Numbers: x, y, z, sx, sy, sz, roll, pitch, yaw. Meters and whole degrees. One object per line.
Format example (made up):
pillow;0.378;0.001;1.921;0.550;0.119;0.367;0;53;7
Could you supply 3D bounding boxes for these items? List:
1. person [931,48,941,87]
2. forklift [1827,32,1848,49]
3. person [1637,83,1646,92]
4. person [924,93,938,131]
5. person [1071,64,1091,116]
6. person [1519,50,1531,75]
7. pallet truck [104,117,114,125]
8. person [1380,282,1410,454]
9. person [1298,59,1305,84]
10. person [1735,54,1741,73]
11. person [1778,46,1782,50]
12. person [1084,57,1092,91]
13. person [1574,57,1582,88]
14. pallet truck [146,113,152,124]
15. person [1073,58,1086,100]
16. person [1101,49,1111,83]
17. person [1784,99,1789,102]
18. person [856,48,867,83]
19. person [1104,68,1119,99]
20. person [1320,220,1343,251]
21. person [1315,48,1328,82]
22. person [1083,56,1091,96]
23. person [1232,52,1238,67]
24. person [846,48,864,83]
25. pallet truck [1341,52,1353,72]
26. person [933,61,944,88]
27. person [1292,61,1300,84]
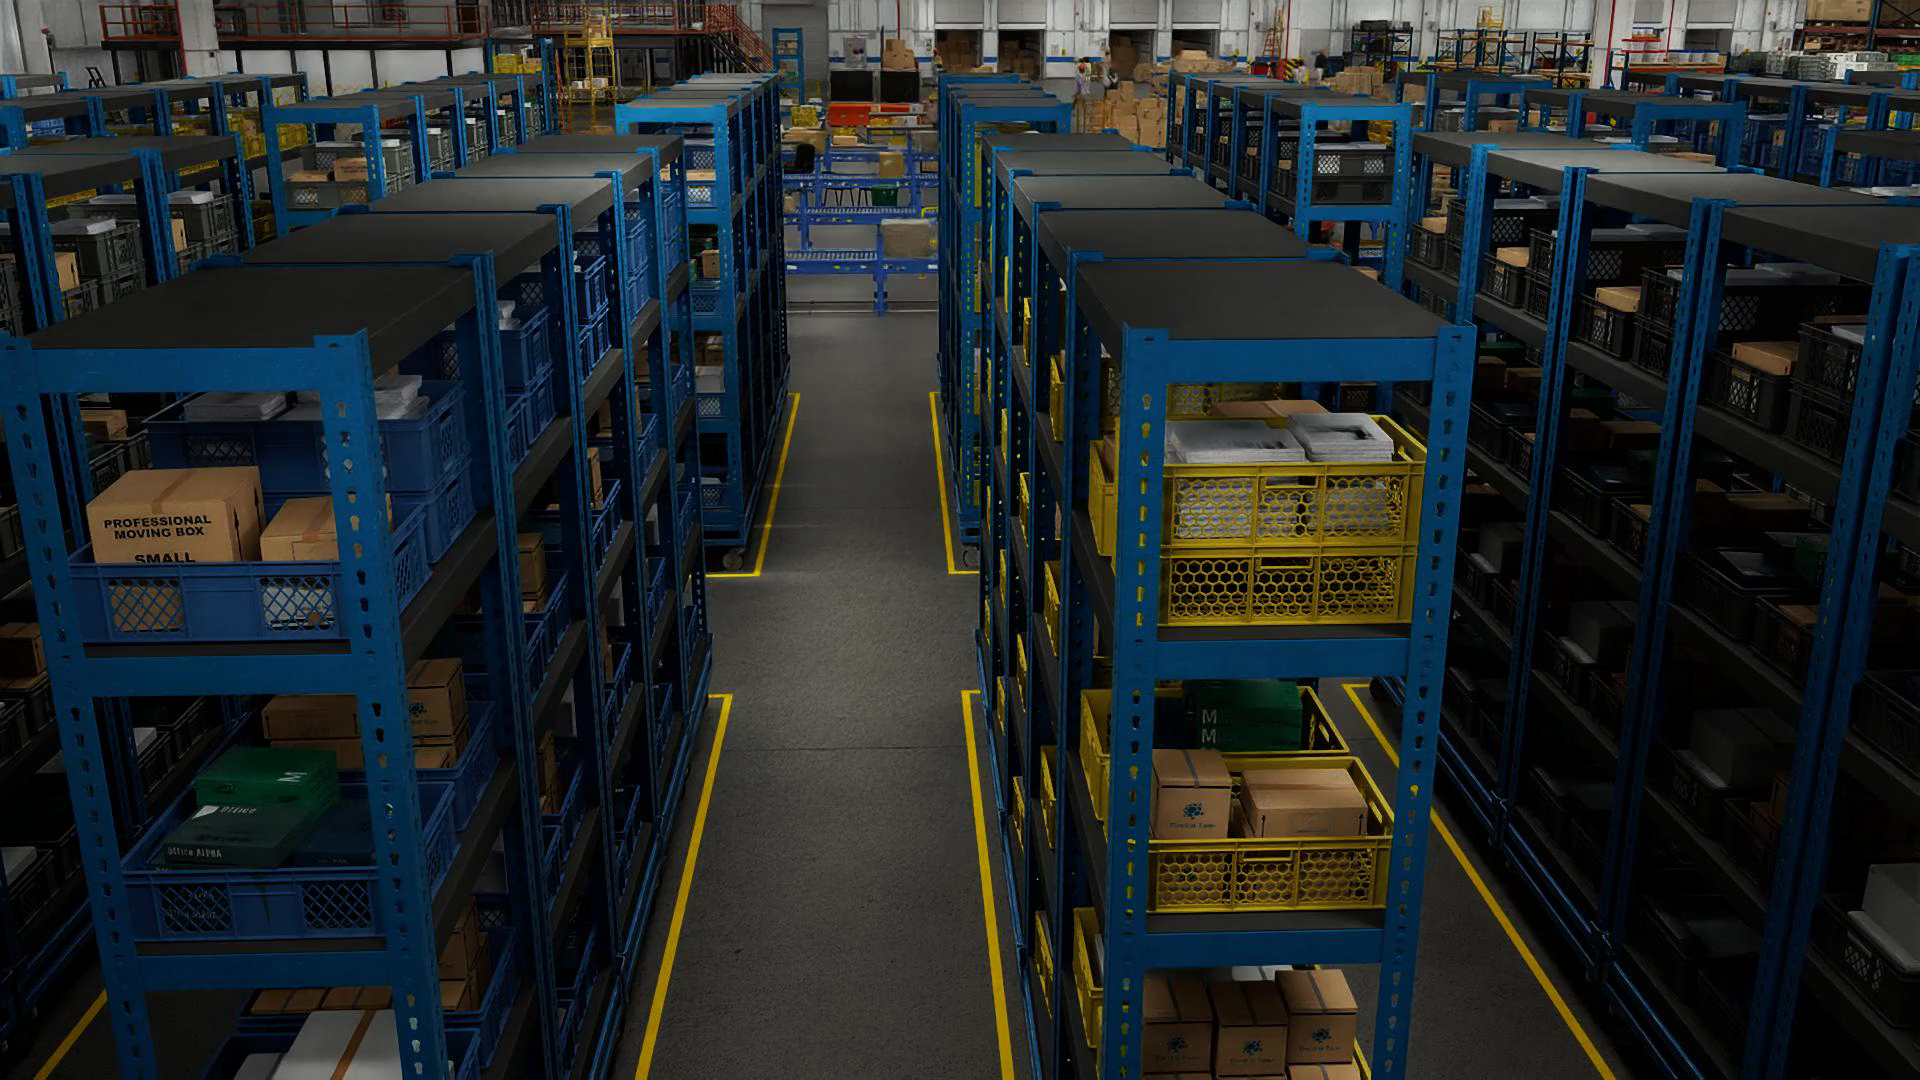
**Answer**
person;-1.288;-24.988;88.022;0.611;1.985;0.393;11;21;31
forklift;46.023;-25.321;87.619;1.129;2.768;1.873;-1;18;-2
person;32.880;-22.327;80.011;0.506;1.846;0.349;14;23;38
person;-0.830;-12.436;49.609;0.931;1.717;0.538;-10;20;-27
person;4.812;-17.678;65.392;1.050;1.984;0.639;-2;18;-6
person;30.204;-25.235;88.993;0.592;1.863;0.754;9;20;25
pallet truck;-18.367;-7.885;35.078;1.885;1.965;0.823;1;18;2
person;4.053;-1.524;15.650;0.562;1.828;0.635;1;18;2
person;15.598;-21.118;76.297;0.608;1.830;0.640;-6;19;-18
person;38.179;-22.890;81.643;0.763;1.923;0.641;-7;19;-20
person;46.711;-27.212;94.981;0.354;1.939;0.545;-10;21;-29
person;6.389;-23.589;84.178;0.709;1.668;0.557;-9;20;-26
person;30.860;-23.142;82.774;0.609;1.703;0.504;-16;24;-41
pallet truck;-18.087;-8.309;36.390;1.885;1.965;0.823;-1;18;-4
person;5.510;-21.032;75.891;0.440;1.925;0.631;-10;21;-29
person;7.976;-26.052;91.458;0.604;1.901;0.706;-10;20;-28
person;32.789;-17.787;65.844;0.505;1.919;0.554;-2;18;-6
person;-5.494;-26.294;92.212;0.617;1.894;0.999;8;19;23
person;5.676;-16.575;61.898;0.700;2.000;0.827;-12;21;-32
person;4.274;-2.823;19.480;0.537;1.966;0.630;-16;24;-40
person;19.311;-25.172;88.625;0.652;1.955;0.933;-5;18;-14
person;6.074;-22.242;79.750;0.429;1.846;0.629;15;23;39
person;14.697;-25.285;89.304;0.654;1.747;0.536;-1;18;-3
person;-5.842;-26.543;93.002;1.002;1.882;0.549;-10;20;-28
pallet truck;18.794;-23.123;82.231;0.823;1.965;1.885;-13;22;-35
person;-0.825;-19.889;72.399;0.925;1.885;0.594;-16;24;-41
person;14.719;-20.069;72.998;0.306;1.861;0.532;17;24;42
